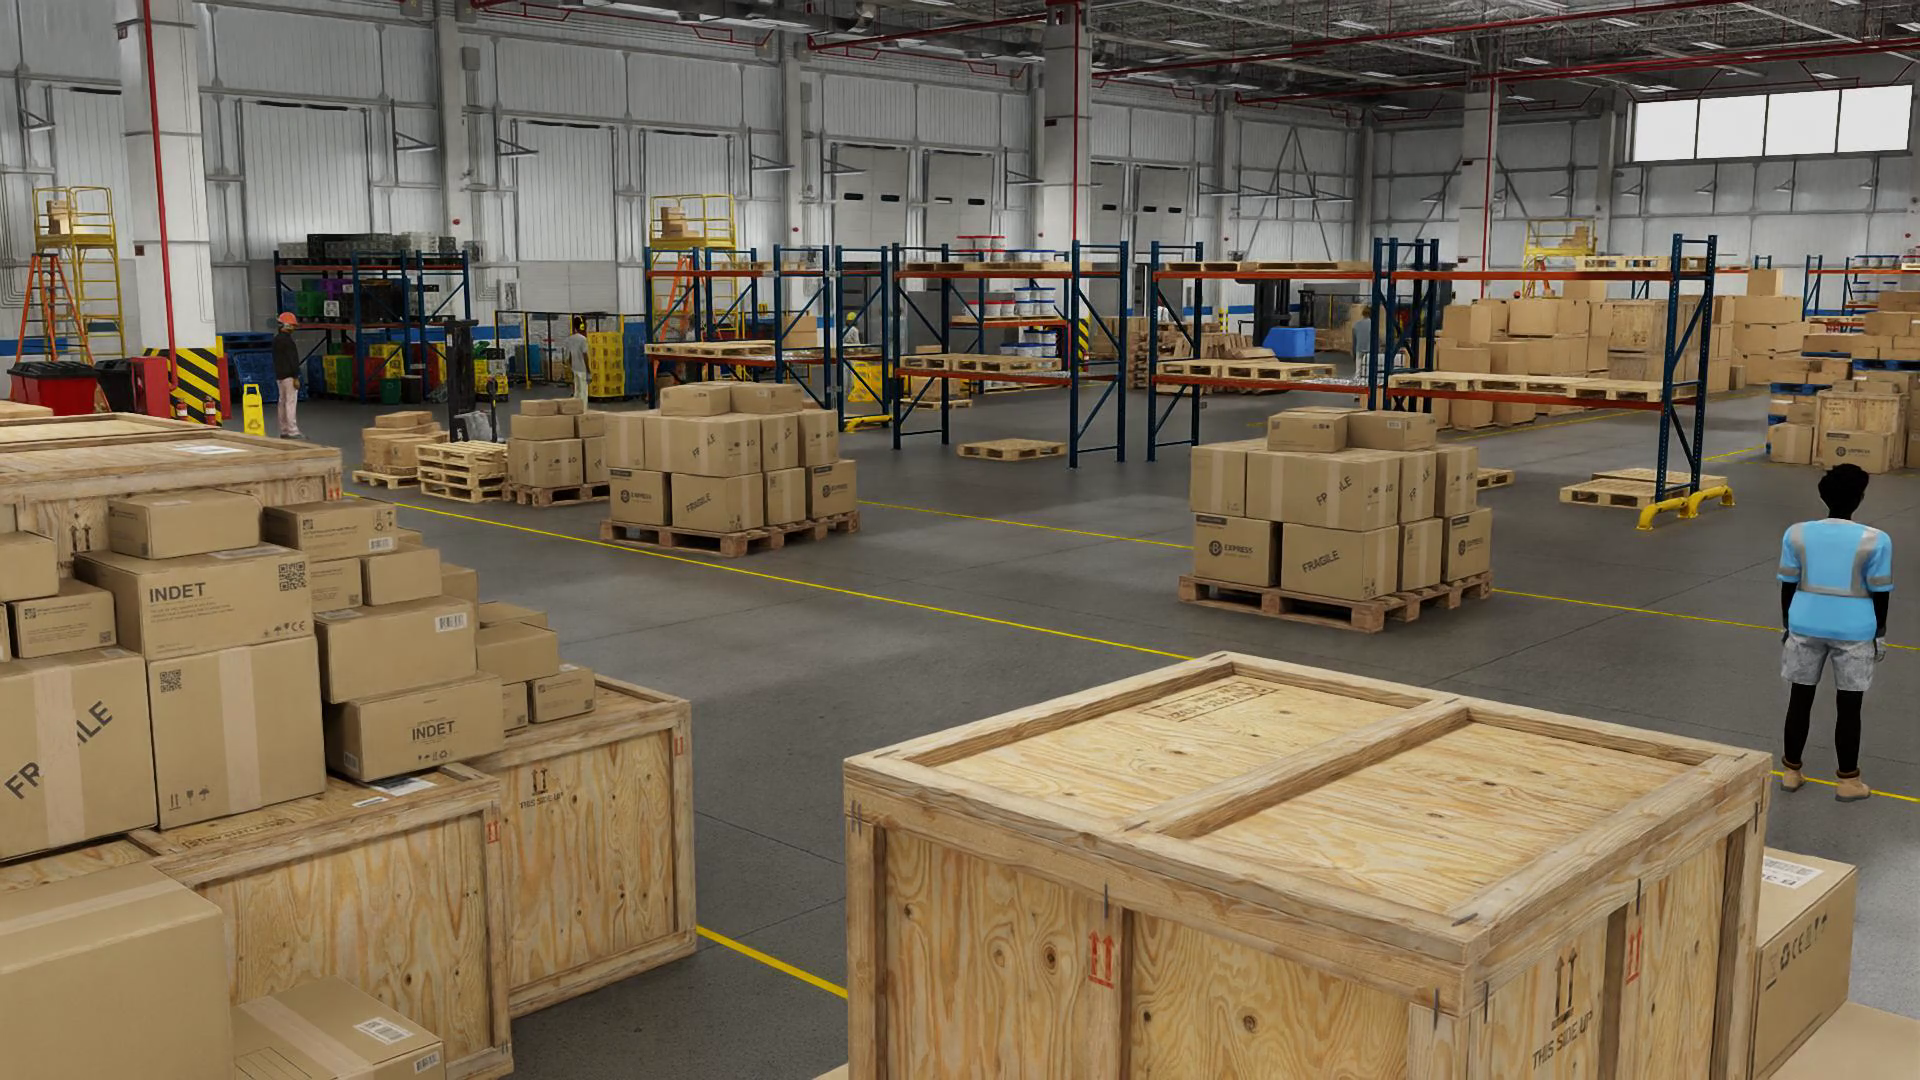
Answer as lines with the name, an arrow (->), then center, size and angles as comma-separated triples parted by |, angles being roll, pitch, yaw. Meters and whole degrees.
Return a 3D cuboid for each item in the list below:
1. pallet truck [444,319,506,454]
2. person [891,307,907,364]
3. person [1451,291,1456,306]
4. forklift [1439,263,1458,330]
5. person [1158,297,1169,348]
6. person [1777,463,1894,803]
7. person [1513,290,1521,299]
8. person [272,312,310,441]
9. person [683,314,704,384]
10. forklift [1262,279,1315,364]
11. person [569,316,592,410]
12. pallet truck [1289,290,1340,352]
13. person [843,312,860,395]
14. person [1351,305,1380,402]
pallet truck -> -6.981, -1.942, 22.150 | 1.885, 1.965, 0.823 | 1, 9, 9
person -> -1.642, -5.539, 45.348 | 0.528, 1.630, 0.396 | 8, 12, 39
person -> 16.028, -7.137, 54.198 | 0.628, 1.935, 0.373 | 9, 13, 43
forklift -> 13.656, -6.390, 46.722 | 1.873, 2.768, 1.129 | 3, 10, 16
person -> 5.613, -5.869, 46.567 | 0.573, 1.887, 0.356 | 9, 13, 43
person -> 4.370, 0.462, 8.334 | 0.532, 1.696, 0.319 | 9, 13, 43
person -> 18.526, -7.341, 55.435 | 0.542, 1.938, 0.358 | 9, 13, 43
person -> -10.383, -2.518, 25.717 | 0.608, 1.987, 0.388 | 9, 13, 43
person -> -4.896, -3.315, 31.123 | 0.849, 1.809, 0.527 | -3, 10, -18
forklift -> 8.555, -6.090, 44.881 | 1.873, 2.768, 1.129 | 9, 13, 43
person -> -6.324, -2.801, 27.811 | 0.510, 1.872, 0.329 | 9, 13, 43
pallet truck -> 11.297, -6.951, 52.861 | 1.885, 1.965, 0.823 | -5, 11, -29
person -> -2.275, -3.920, 35.057 | 0.484, 1.744, 0.295 | 9, 13, 43
person -> 8.076, -3.698, 33.101 | 0.628, 1.940, 0.373 | 9, 13, 43
